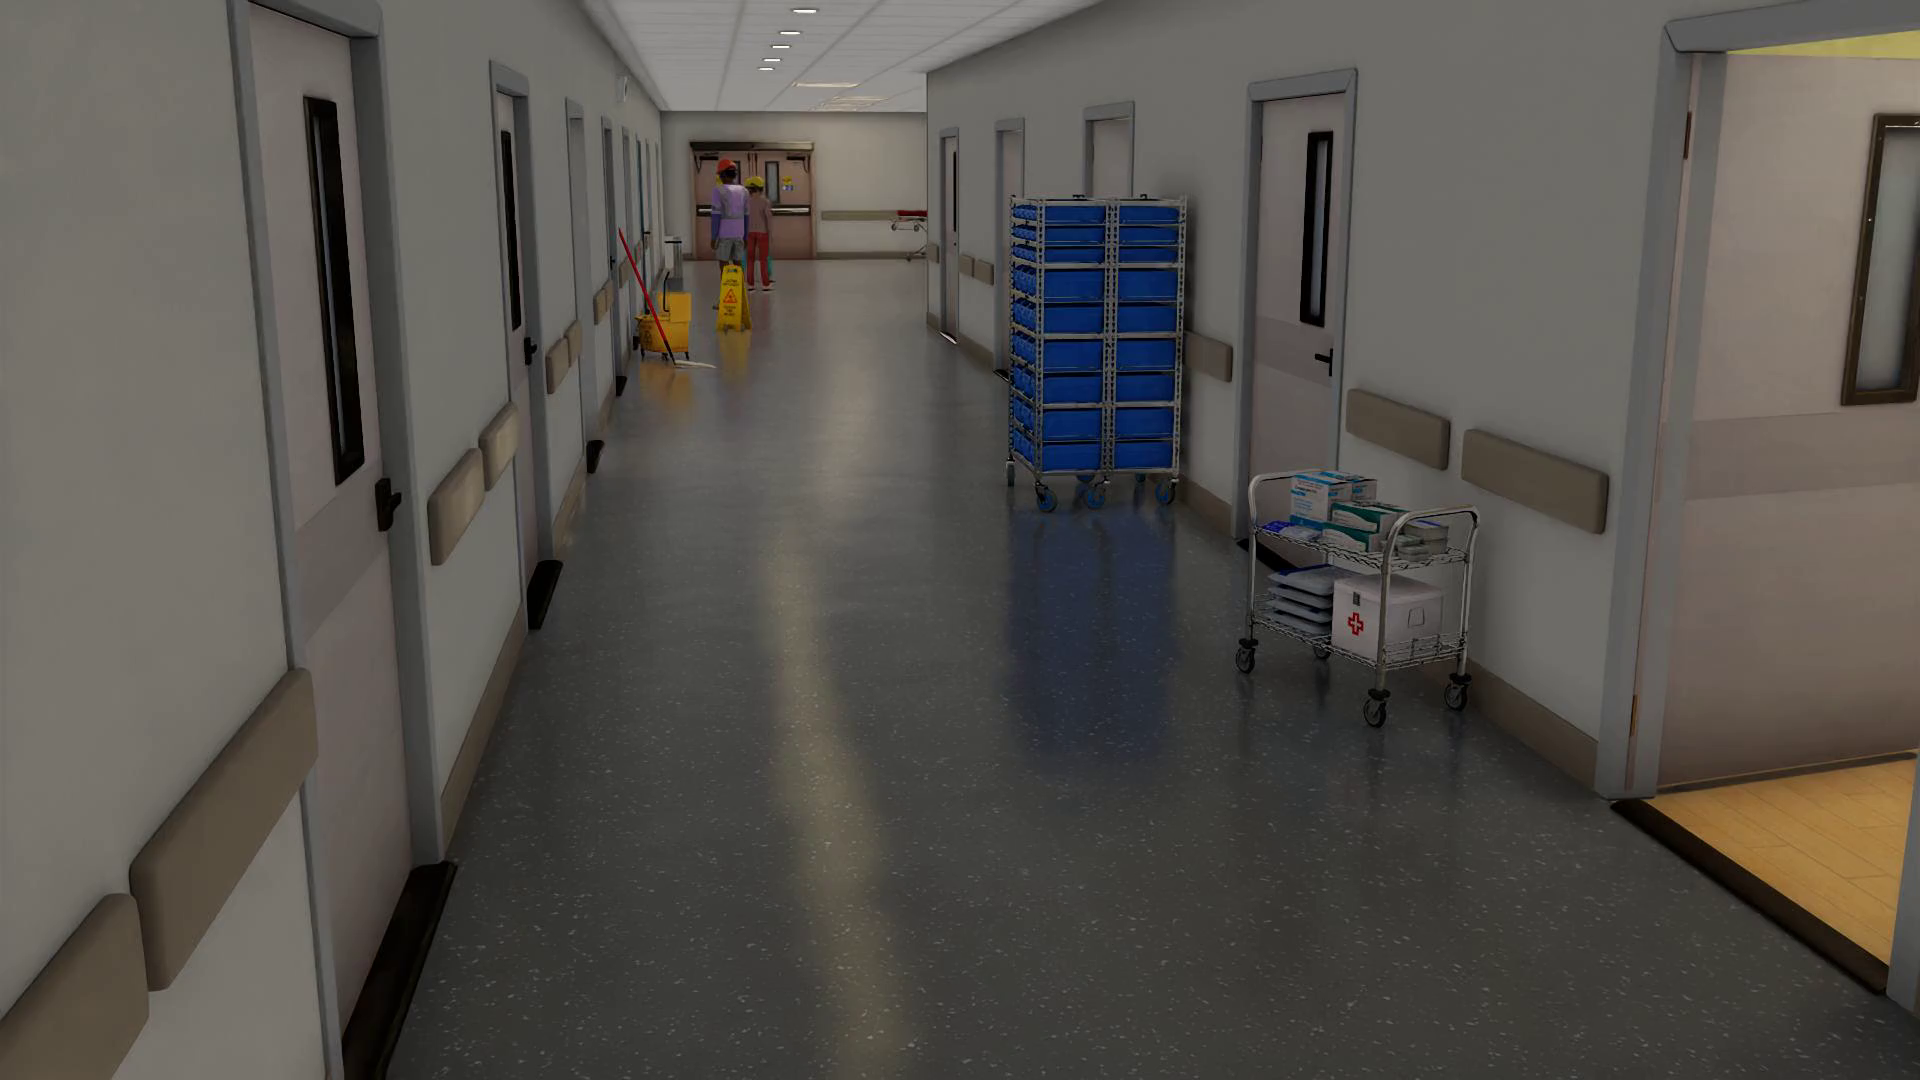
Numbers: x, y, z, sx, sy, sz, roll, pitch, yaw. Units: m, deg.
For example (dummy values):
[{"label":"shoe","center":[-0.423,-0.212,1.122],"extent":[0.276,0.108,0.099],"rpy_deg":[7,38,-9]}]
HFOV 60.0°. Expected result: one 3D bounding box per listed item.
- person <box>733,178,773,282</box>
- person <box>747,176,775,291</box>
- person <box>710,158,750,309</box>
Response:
[{"label":"person","center":[-3.518,-5.177,27.868],"extent":[0.867,1.715,0.532],"rpy_deg":[6,14,24]},{"label":"person","center":[-3.160,-4.780,25.991],"extent":[0.523,1.769,0.320],"rpy_deg":[4,13,19]},{"label":"person","center":[-3.137,-4.150,22.614],"extent":[0.611,2.031,0.408],"rpy_deg":[-12,18,-44]}]
